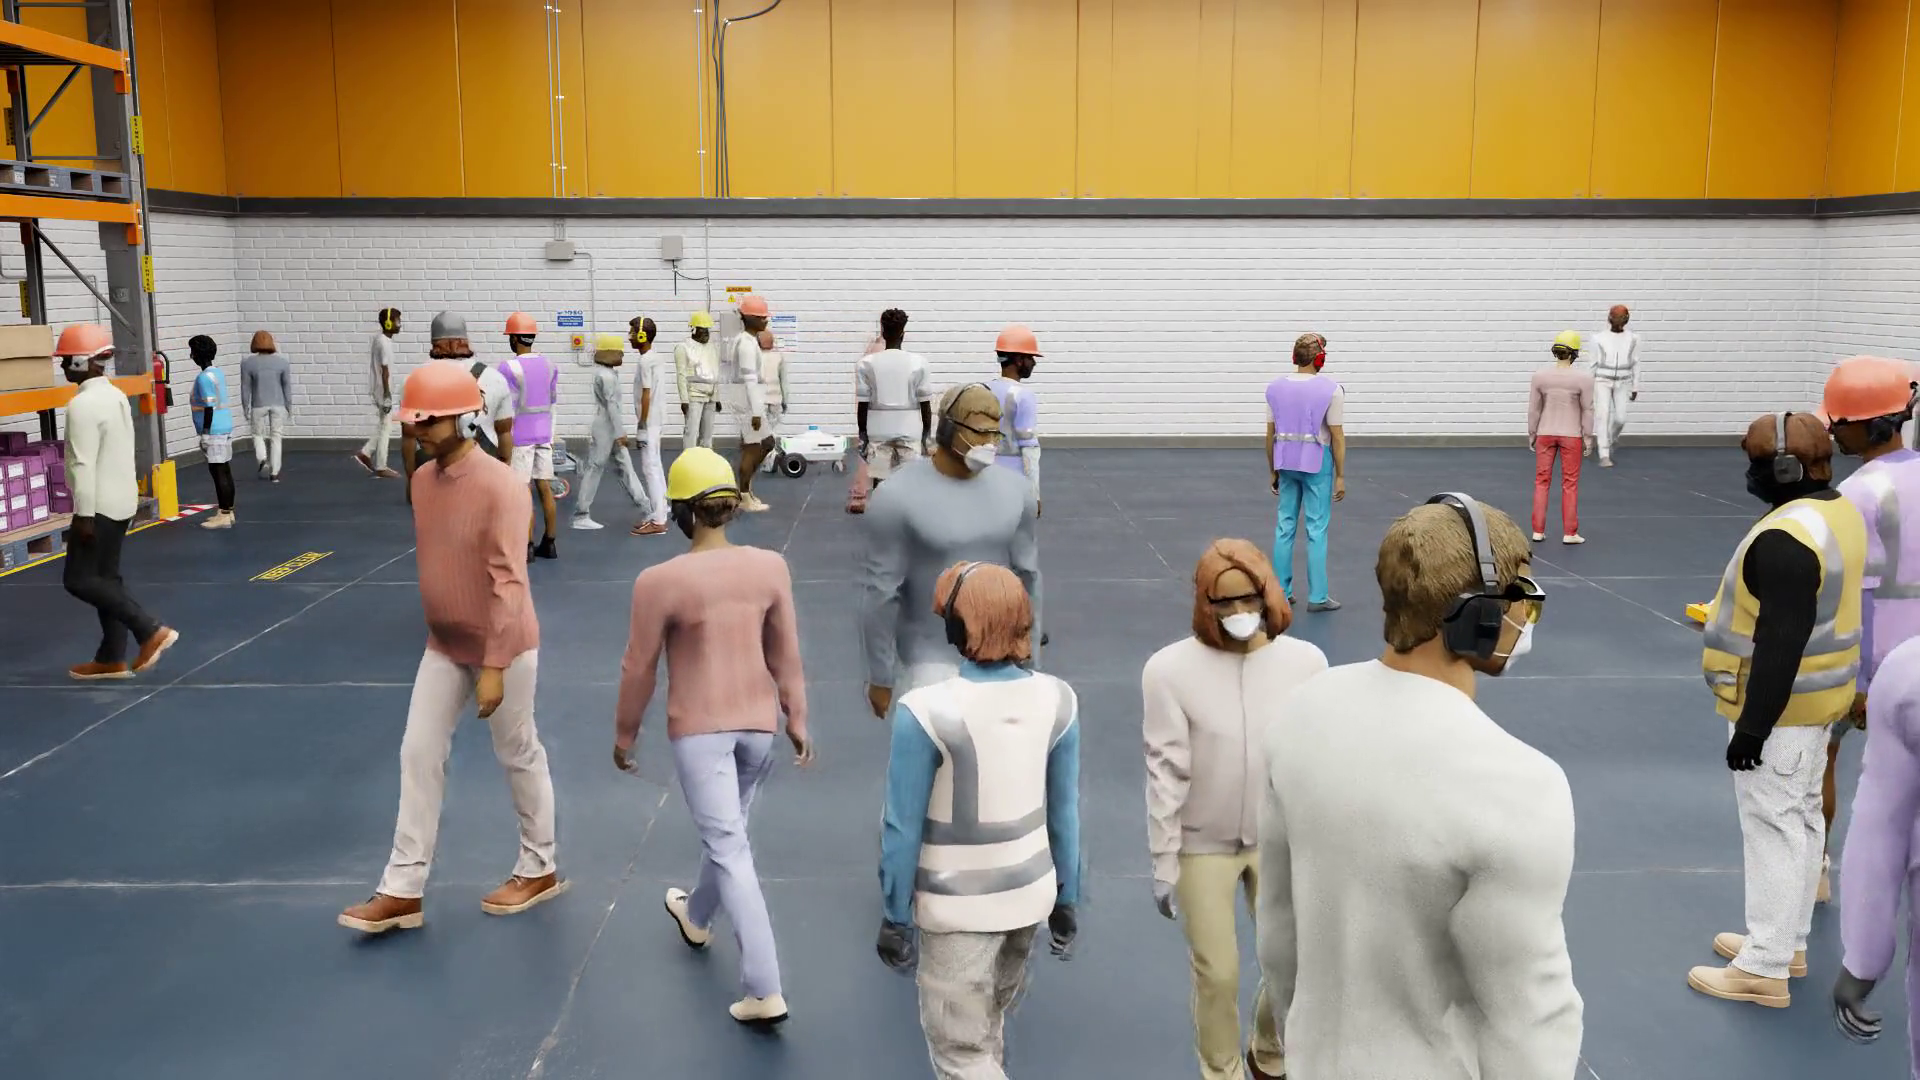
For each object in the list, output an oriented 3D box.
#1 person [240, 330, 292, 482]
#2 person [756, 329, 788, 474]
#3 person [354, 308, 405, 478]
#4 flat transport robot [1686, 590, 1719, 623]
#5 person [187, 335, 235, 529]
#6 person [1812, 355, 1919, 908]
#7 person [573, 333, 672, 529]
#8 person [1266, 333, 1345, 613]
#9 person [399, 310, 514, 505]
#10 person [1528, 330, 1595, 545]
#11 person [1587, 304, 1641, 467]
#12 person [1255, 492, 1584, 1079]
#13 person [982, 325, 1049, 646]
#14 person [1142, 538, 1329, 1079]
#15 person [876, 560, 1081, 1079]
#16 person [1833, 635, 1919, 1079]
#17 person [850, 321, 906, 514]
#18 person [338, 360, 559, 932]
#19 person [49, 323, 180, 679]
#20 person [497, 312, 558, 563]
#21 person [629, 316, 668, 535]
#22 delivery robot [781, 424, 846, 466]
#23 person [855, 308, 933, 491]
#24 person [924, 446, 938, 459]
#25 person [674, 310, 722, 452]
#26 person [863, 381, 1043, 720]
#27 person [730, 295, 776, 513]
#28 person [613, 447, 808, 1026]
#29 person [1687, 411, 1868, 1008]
[{"bbox_3d":[-7.348,-1.412,17.648,0.506,1.621,0.385,-5,11,-29],"label":"person"},{"bbox_3d":[-2.114,-1.509,18.272,0.529,1.624,0.670,-5,11,-29],"label":"person"},{"bbox_3d":[-6.279,-1.586,18.024,0.496,1.848,0.543,-3,10,-19],"label":"person"},{"bbox_3d":[5.395,0.445,10.393,1.431,0.197,0.652,0,9,-1],"label":"flat transport robot"},{"bbox_3d":[-6.540,-0.944,14.550,0.321,1.696,0.530,-2,9,-11],"label":"person"},{"bbox_3d":[3.158,0.379,5.581,0.611,1.992,0.951,-4,10,-25],"label":"person"},{"bbox_3d":[-2.991,-0.939,14.517,0.863,1.704,0.501,-1,9,-7],"label":"person"},{"bbox_3d":[2.275,-0.440,11.002,0.567,1.846,0.389,7,12,38],"label":"person"},{"bbox_3d":[-3.165,-0.450,10.470,0.685,2.000,0.675,-5,10,-27],"label":"person"},{"bbox_3d":[4.961,-0.846,13.736,0.529,1.767,0.329,7,12,37],"label":"person"},{"bbox_3d":[7.543,-1.795,19.256,0.580,1.865,0.627,2,9,11],"label":"person"},{"bbox_3d":[0.693,0.888,2.580,0.353,1.937,0.635,-4,10,-23],"label":"person"},{"bbox_3d":[0.319,-0.325,10.031,0.376,1.933,0.551,-6,11,-34],"label":"person"},{"bbox_3d":[0.701,0.793,4.164,0.506,1.615,0.348,-1,9,-7],"label":"person"},{"bbox_3d":[0.095,0.853,3.778,0.508,1.611,0.705,-8,12,-39],"label":"person"},{"bbox_3d":[2.148,0.809,3.289,0.677,1.857,0.964,7,12,37],"label":"person"},{"bbox_3d":[-0.577,-1.163,15.396,0.993,1.851,0.677,-2,9,-10],"label":"person"},{"bbox_3d":[-1.735,0.383,5.617,0.633,1.952,0.898,6,11,33],"label":"person"},{"bbox_3d":[-4.651,-0.193,9.087,0.521,1.975,0.637,-1,9,-7],"label":"person"},{"bbox_3d":[-3.356,-0.788,12.861,0.360,1.938,0.545,6,11,32],"label":"person"},{"bbox_3d":[-2.680,-0.976,14.259,0.332,1.866,0.515,0,9,-1],"label":"person"},{"bbox_3d":[-1.604,-1.024,18.236,0.707,0.478,0.477,-2,10,-9],"label":"delivery robot"},{"bbox_3d":[-0.512,-0.827,13.009,0.606,1.966,0.367,0,9,0],"label":"person"},{"bbox_3d":[0.016,0.400,6.578,0.409,1.604,0.585,-1,9,-6],"label":"person"},{"bbox_3d":[-2.758,-1.523,17.696,0.404,1.830,0.590,6,11,34],"label":"person"},{"bbox_3d":[-0.044,0.405,5.663,0.638,1.911,0.565,-5,10,-28],"label":"person"},{"bbox_3d":[-1.913,-1.249,15.411,0.442,2.022,0.646,-1,9,-9],"label":"person"},{"bbox_3d":[-0.765,0.578,5.153,0.544,1.714,0.974,-7,12,-37],"label":"person"},{"bbox_3d":[2.528,0.518,5.164,0.429,1.839,0.621,8,12,39],"label":"person"}]
